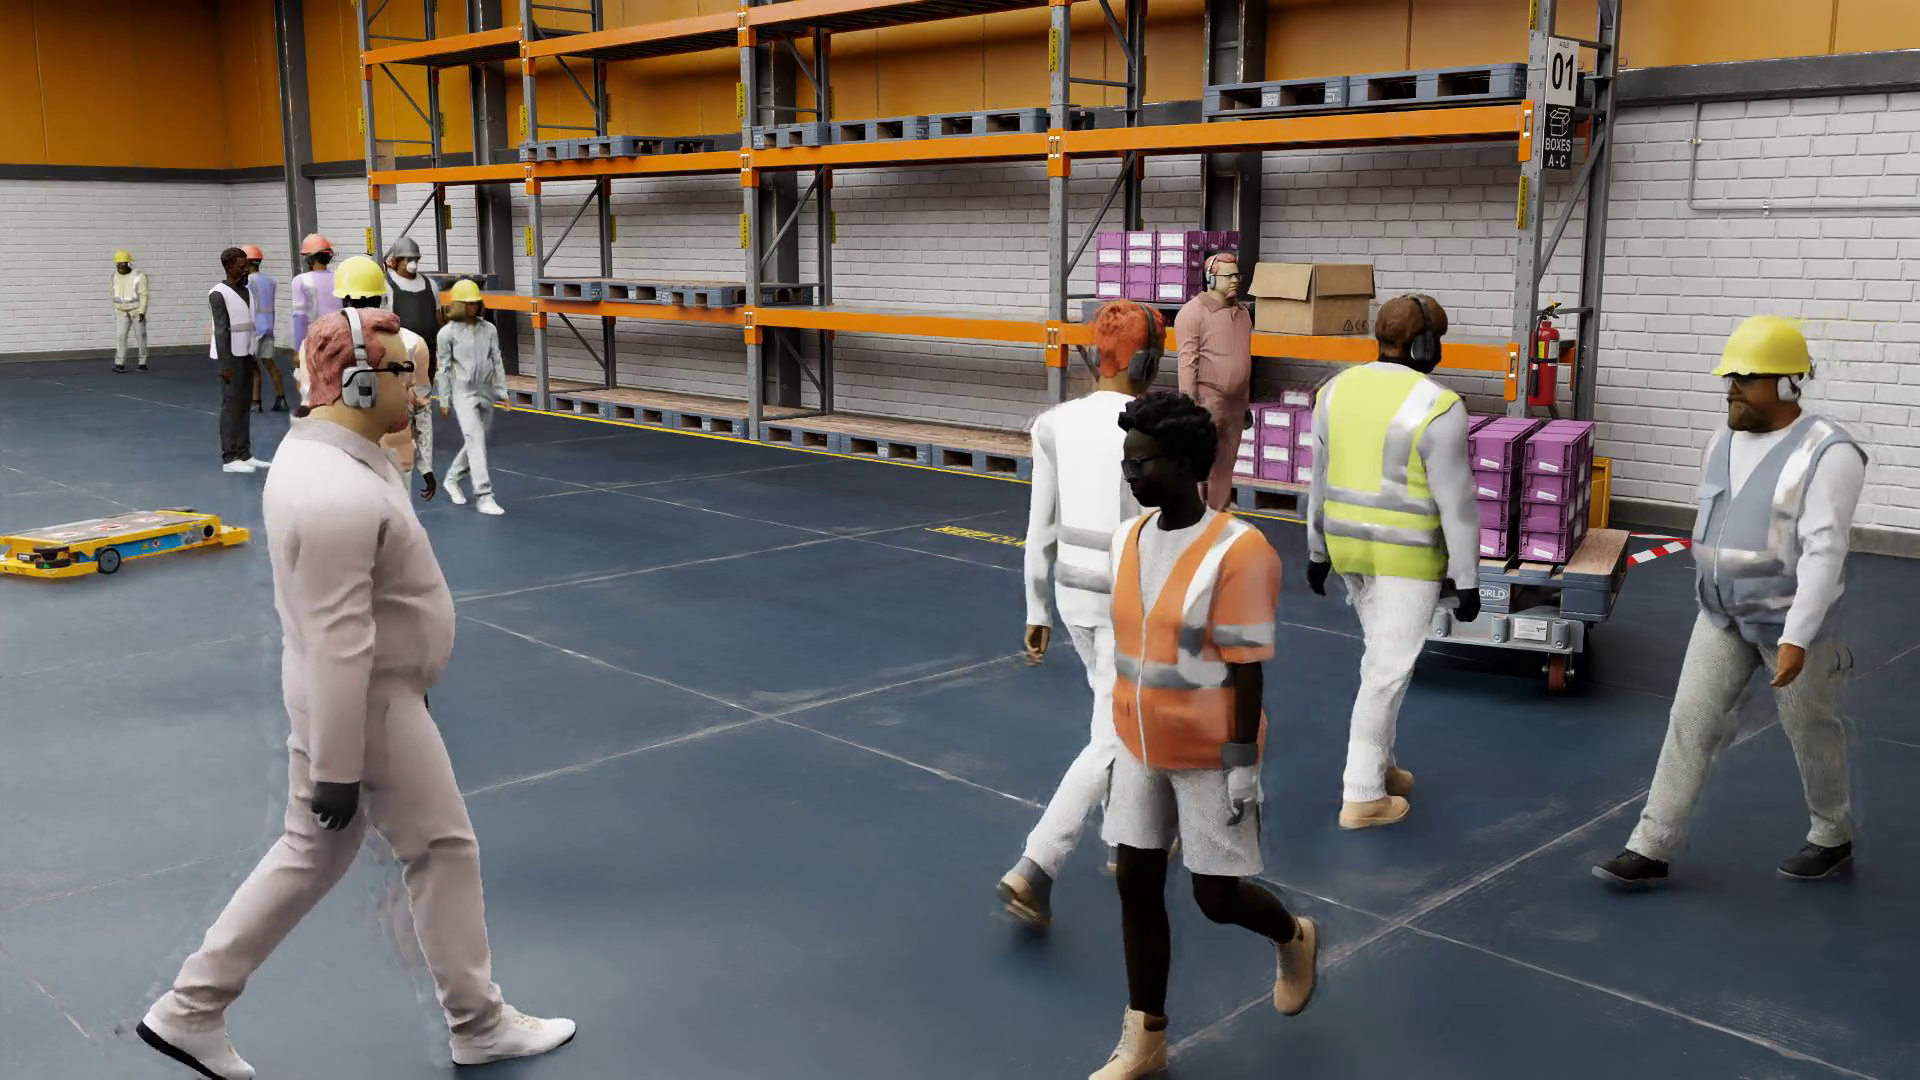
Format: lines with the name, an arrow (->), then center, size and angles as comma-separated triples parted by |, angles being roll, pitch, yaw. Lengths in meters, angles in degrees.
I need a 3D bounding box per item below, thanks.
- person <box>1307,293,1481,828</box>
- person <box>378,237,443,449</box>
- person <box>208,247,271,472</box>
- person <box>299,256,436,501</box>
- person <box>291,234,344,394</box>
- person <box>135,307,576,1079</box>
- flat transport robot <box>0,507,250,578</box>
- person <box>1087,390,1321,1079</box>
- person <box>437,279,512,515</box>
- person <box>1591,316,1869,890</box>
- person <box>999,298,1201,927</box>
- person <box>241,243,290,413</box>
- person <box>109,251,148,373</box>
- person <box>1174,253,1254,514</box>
person -> 1.546, 0.073, 5.722 | 0.627, 1.822, 0.663 | -6, 12, -29
person -> -5.327, -1.917, 15.998 | 0.678, 2.000, 0.874 | -10, 14, -43
person -> -6.228, -1.546, 14.307 | 0.379, 1.917, 0.591 | 0, 10, 1
person -> -2.783, -0.369, 7.874 | 0.591, 1.923, 0.381 | -5, 11, -24
person -> -5.903, -1.803, 15.391 | 0.421, 2.032, 0.633 | 8, 13, 36
person -> -1.459, 0.393, 3.884 | 0.941, 1.873, 0.652 | -5, 12, -27
flat transport robot -> -5.247, 0.000, 10.373 | 0.652, 0.197, 1.431 | 5, 11, 25
person -> 0.577, 0.472, 3.966 | 0.640, 1.671, 0.540 | -9, 13, -39
person -> -3.629, -1.068, 12.275 | 0.822, 1.710, 0.487 | 7, 13, 35
person -> 2.452, 0.215, 5.083 | 0.924, 1.786, 0.594 | -4, 11, -21
person -> 0.407, 0.208, 4.960 | 0.565, 1.854, 0.914 | 10, 14, 44
person -> -8.009, -2.397, 18.935 | 0.396, 1.944, 0.547 | 2, 11, 13
person -> -12.264, -3.350, 24.499 | 0.590, 1.787, 0.873 | -1, 10, -4
person -> 1.657, -0.867, 10.640 | 0.639, 1.908, 0.409 | -9, 14, -41
